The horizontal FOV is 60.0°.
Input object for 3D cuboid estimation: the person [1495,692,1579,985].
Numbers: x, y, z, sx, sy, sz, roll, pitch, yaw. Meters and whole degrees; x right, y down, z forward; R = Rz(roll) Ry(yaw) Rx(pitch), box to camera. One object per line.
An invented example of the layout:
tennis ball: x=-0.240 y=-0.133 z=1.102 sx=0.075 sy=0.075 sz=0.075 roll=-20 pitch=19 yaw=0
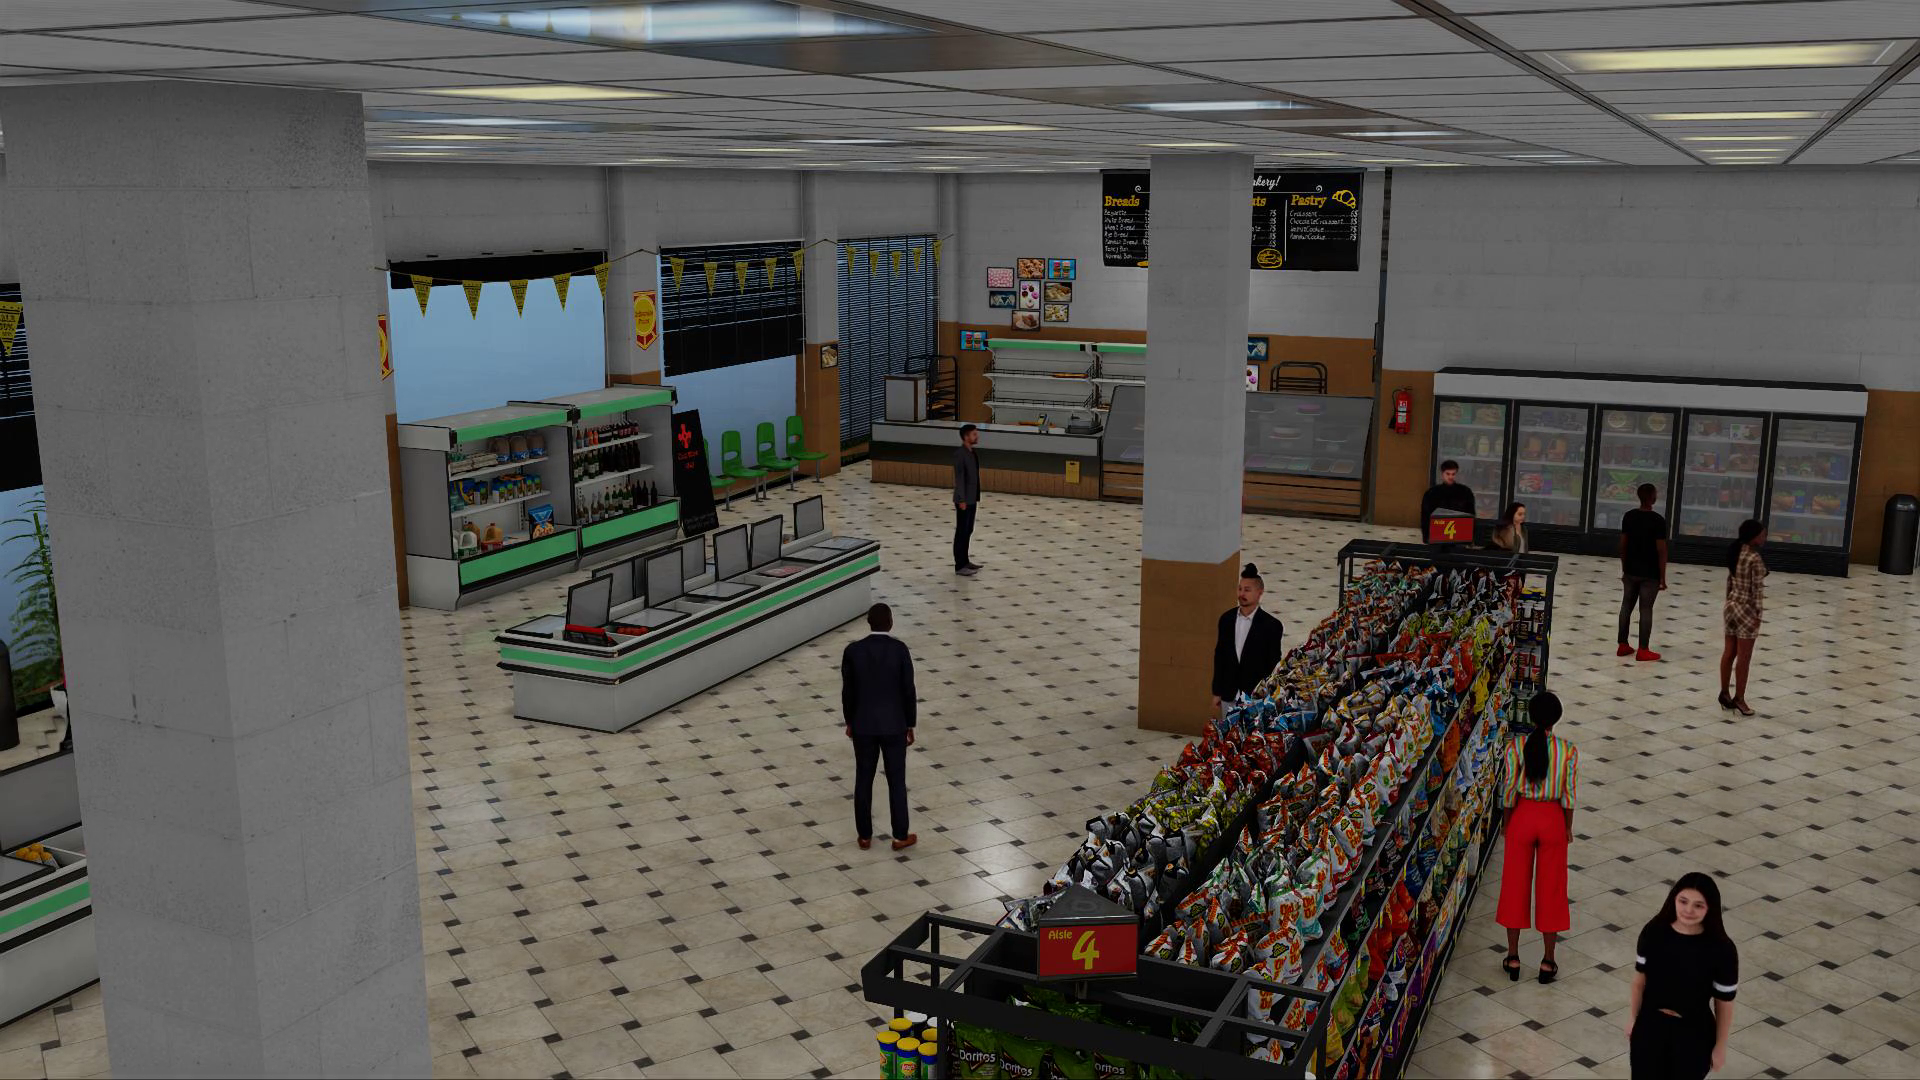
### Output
person: x=3.454 y=1.773 z=9.977 sx=0.624 sy=1.792 sz=0.568 roll=4 pitch=12 yaw=17

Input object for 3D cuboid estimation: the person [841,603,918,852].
person: x=-0.574 y=1.338 z=11.967 sx=0.746 sy=1.824 sz=0.680 roll=2 pitch=12 yaw=10

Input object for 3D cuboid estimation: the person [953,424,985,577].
person: x=0.074 y=-0.519 z=20.662 sx=0.769 sy=1.873 sz=0.586 roll=4 pitch=12 yaw=16

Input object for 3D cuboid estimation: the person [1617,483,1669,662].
person: x=6.909 y=0.315 z=16.867 sx=0.707 sy=1.806 sz=0.715 roll=-8 pitch=15 yaw=-35

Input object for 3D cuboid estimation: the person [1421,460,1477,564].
person: x=5.386 y=0.014 z=18.351 sx=0.883 sy=1.783 sz=1.265 roll=3 pitch=12 yaw=14

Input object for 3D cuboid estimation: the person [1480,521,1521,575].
person: x=4.992 y=0.649 z=15.629 sx=0.790 sy=1.663 sz=0.741 roll=-7 pitch=14 yaw=-31

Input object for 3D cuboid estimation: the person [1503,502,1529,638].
person: x=5.840 y=0.325 z=17.621 sx=0.623 sy=1.476 sz=0.716 roll=-7 pitch=14 yaw=-28

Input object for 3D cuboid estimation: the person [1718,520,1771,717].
person: x=7.094 y=0.695 z=15.095 sx=0.732 sy=1.793 sz=0.644 roll=-2 pitch=12 yaw=-9

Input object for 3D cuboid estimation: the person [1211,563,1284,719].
person: x=2.184 y=1.133 z=12.630 sx=0.767 sy=1.950 sz=0.680 roll=10 pitch=15 yaw=38

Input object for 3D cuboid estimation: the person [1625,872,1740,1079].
person: x=3.409 y=2.300 z=7.873 sx=0.669 sy=1.626 sz=0.665 roll=9 pitch=15 yaw=35
